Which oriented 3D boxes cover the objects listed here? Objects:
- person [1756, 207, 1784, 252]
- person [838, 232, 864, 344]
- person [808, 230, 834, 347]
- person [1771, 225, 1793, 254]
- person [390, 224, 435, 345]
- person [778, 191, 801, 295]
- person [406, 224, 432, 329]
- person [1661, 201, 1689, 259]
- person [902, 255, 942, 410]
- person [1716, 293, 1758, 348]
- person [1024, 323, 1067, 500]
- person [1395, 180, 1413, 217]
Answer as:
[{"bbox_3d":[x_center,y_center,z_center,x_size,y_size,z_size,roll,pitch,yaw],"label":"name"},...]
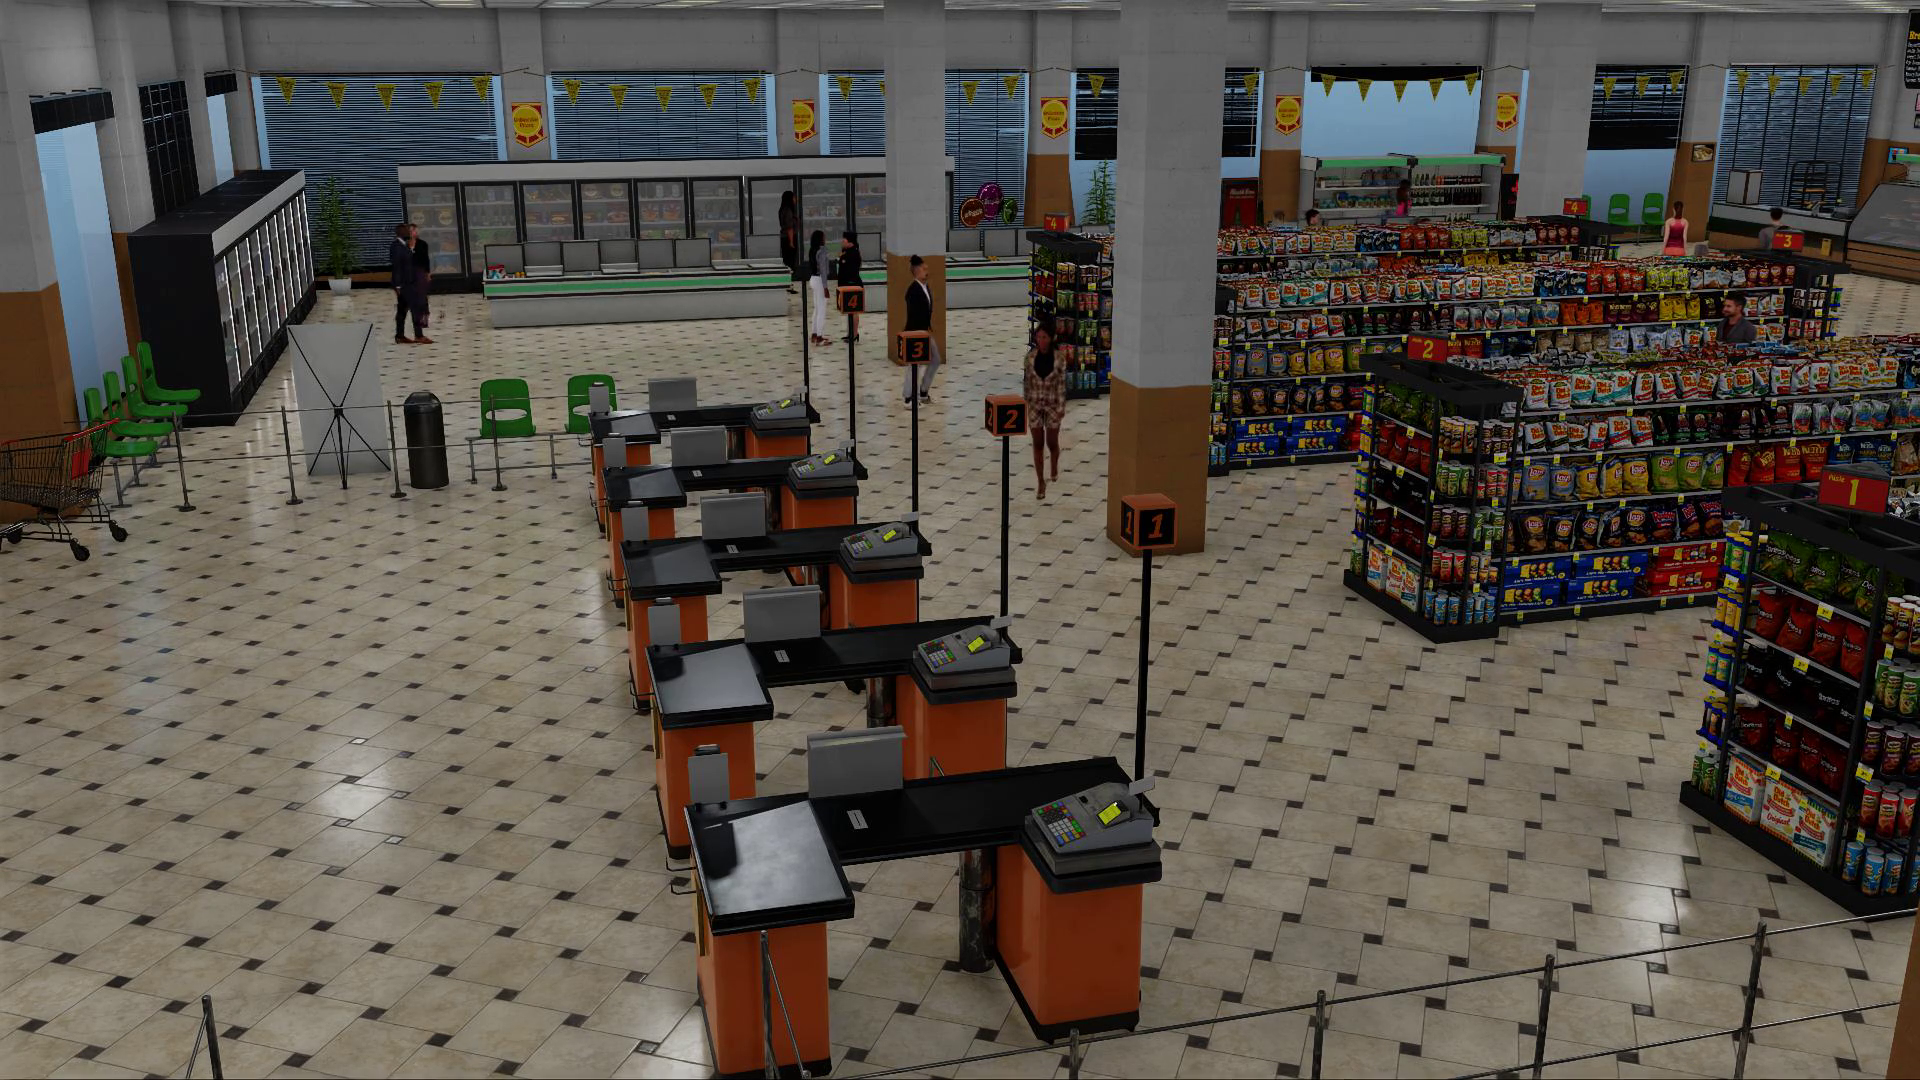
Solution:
[{"bbox_3d":[13.005,-4.327,26.620,1.251,1.853,1.048,1,17,4],"label":"person"},{"bbox_3d":[-1.664,-3.867,25.420,0.610,1.671,0.685,-4,17,-13],"label":"person"},{"bbox_3d":[-2.138,-3.830,25.213,0.528,1.720,0.613,-6,18,-19],"label":"person"},{"bbox_3d":[12.295,-3.824,25.045,0.677,1.805,0.723,1,17,4],"label":"person"},{"bbox_3d":[-8.494,-3.854,25.142,0.878,1.806,0.759,-2,17,-8],"label":"person"},{"bbox_3d":[-3.135,-5.415,30.230,0.625,1.838,0.661,-7,18,-21],"label":"person"},{"bbox_3d":[-8.648,-4.219,26.595,0.675,1.661,0.759,3,17,9],"label":"person"},{"bbox_3d":[12.562,-5.089,29.305,0.581,1.752,0.696,2,17,8],"label":"person"},{"bbox_3d":[-0.606,-2.585,20.740,0.895,1.936,0.873,5,18,16],"label":"person"},{"bbox_3d":[8.406,-1.771,18.176,0.596,1.869,0.688,-6,18,-19],"label":"person"},{"bbox_3d":[0.868,-1.318,16.825,0.780,1.786,0.811,4,17,14],"label":"person"},{"bbox_3d":[8.940,-6.488,33.990,0.634,1.707,0.580,-6,18,-19],"label":"person"}]
